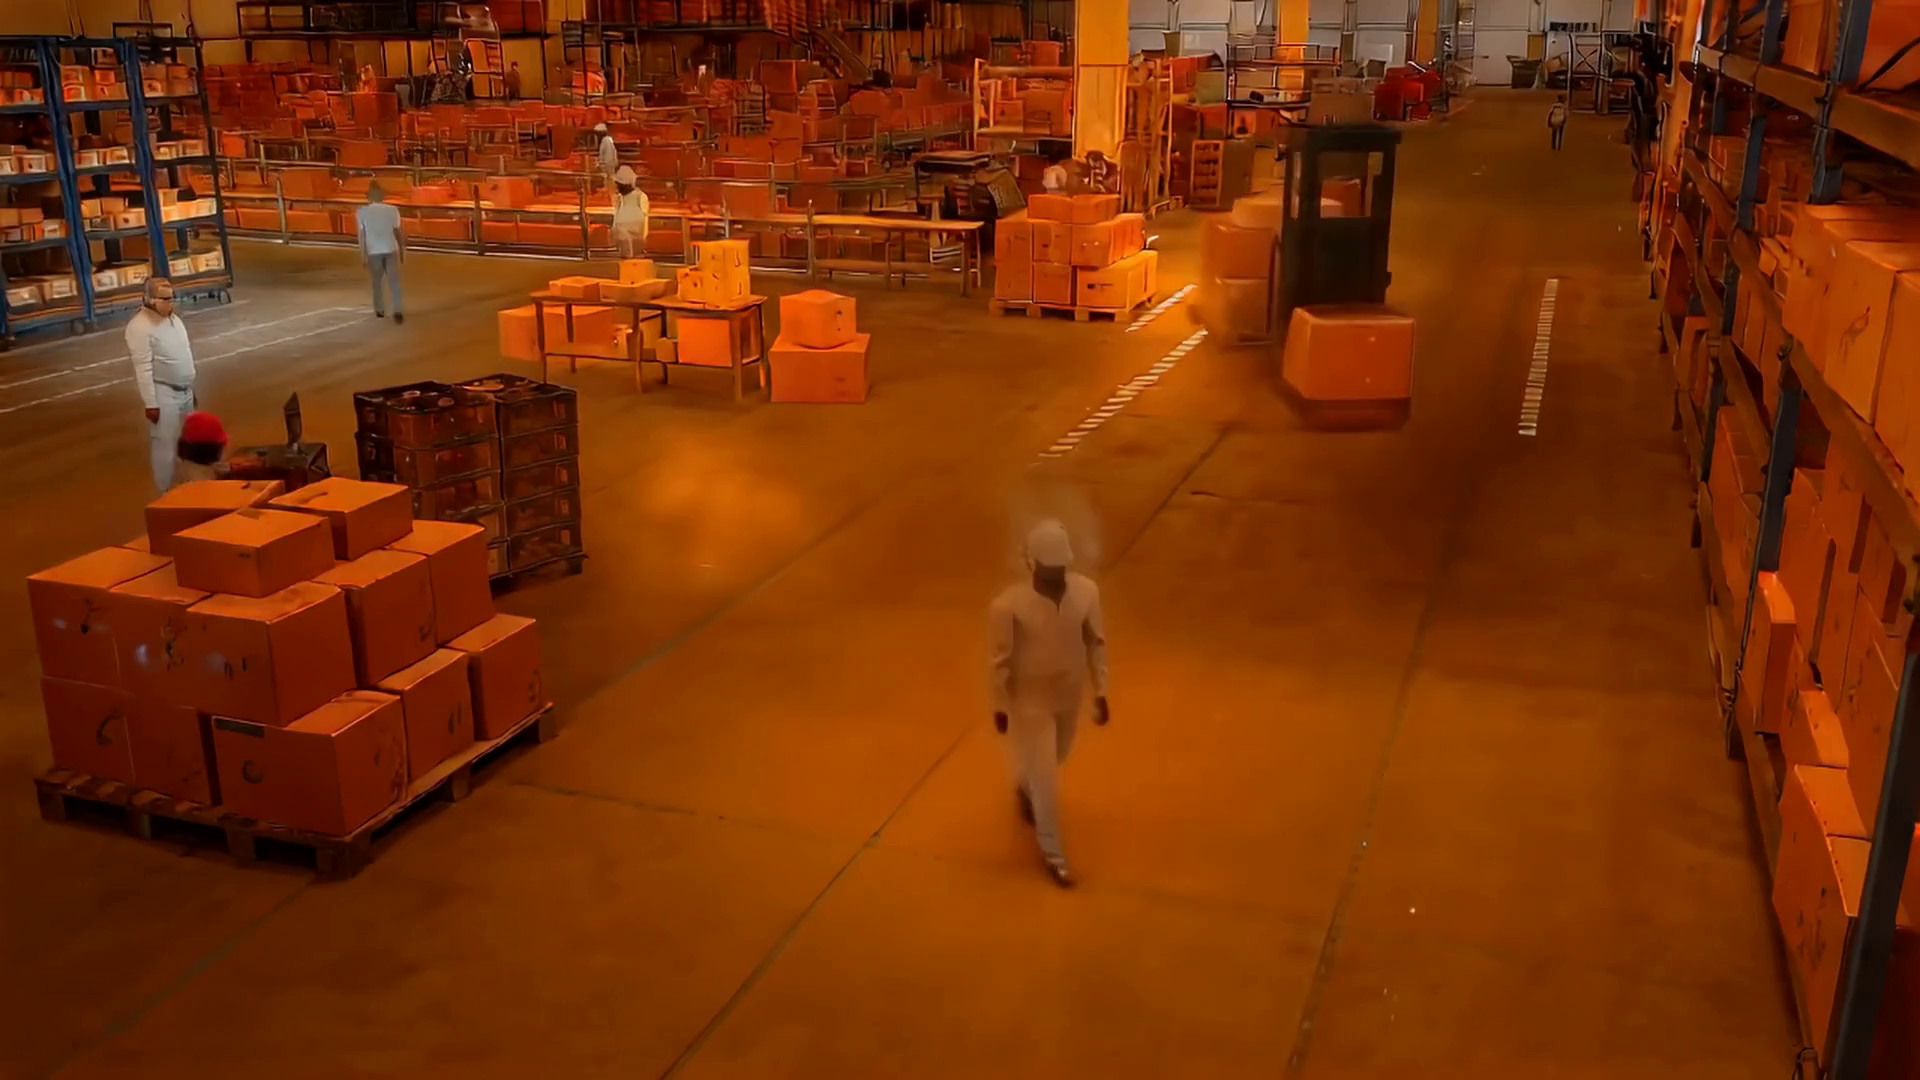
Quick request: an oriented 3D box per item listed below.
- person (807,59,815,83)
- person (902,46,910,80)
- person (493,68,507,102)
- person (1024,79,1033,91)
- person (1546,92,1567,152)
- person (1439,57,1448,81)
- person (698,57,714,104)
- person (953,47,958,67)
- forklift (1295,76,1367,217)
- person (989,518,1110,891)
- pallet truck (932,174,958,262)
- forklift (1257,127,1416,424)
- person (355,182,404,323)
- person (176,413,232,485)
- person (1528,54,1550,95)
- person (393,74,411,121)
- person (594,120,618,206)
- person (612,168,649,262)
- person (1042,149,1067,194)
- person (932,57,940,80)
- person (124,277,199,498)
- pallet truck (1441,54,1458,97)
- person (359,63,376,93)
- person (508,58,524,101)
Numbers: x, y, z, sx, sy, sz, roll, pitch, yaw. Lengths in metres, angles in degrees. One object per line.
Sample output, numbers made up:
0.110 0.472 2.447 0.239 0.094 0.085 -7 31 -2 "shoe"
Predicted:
-6.376 -19.721 71.666 0.374 1.928 0.543 4 18 13 "person"
-3.249 -28.196 98.288 0.519 1.932 0.613 11 21 32 "person"
-18.122 -17.713 65.635 0.519 1.761 0.335 -4 18 -11 "person"
3.008 -19.920 72.185 0.501 1.991 0.735 0 18 0 "person"
17.253 -12.088 48.061 0.532 1.695 0.319 -4 18 -13 "person"
23.197 -22.254 79.866 0.982 1.792 0.637 15 23 40 "person"
-11.153 -20.162 72.868 0.746 2.000 0.879 -5 18 -15 "person"
-0.159 -26.362 92.421 0.611 1.997 0.375 9 20 27 "person"
6.598 -6.755 29.381 1.129 2.768 1.873 6 19 19 "forklift"
0.389 0.691 7.864 0.555 1.725 0.820 -9 20 -26 "person"
-0.507 -5.292 27.348 0.653 1.274 1.630 6 19 19 "pallet truck"
3.816 -2.699 16.635 1.129 2.768 1.873 -1 18 -4 "forklift"
-7.516 -3.739 21.655 0.578 1.810 0.916 -11 21 -30 "person"
-4.509 0.061 9.892 0.908 1.686 0.508 -9 20 -26 "person"
27.939 -22.381 80.010 1.036 1.937 0.647 5 18 14 "person"
-18.931 -14.840 56.439 0.552 1.857 0.493 -8 19 -25 "person"
-6.683 -6.962 31.545 0.405 1.947 0.607 -5 18 -14 "person"
-4.642 -4.302 23.373 0.599 1.830 0.404 9 20 27 "person"
1.687 -5.882 28.612 0.810 1.660 0.550 14 22 37 "person"
-1.106 -20.830 75.172 0.468 1.919 0.634 2 18 6 "person"
-6.355 -1.163 13.403 0.409 1.903 0.638 1 18 4 "person"
22.765 -21.886 78.355 0.823 1.965 1.885 -4 18 -14 "pallet truck"
-24.355 -18.647 68.402 0.598 1.866 0.619 -8 19 -24 "person"
-19.887 -20.608 74.514 0.947 1.880 0.605 7 19 20 "person"
